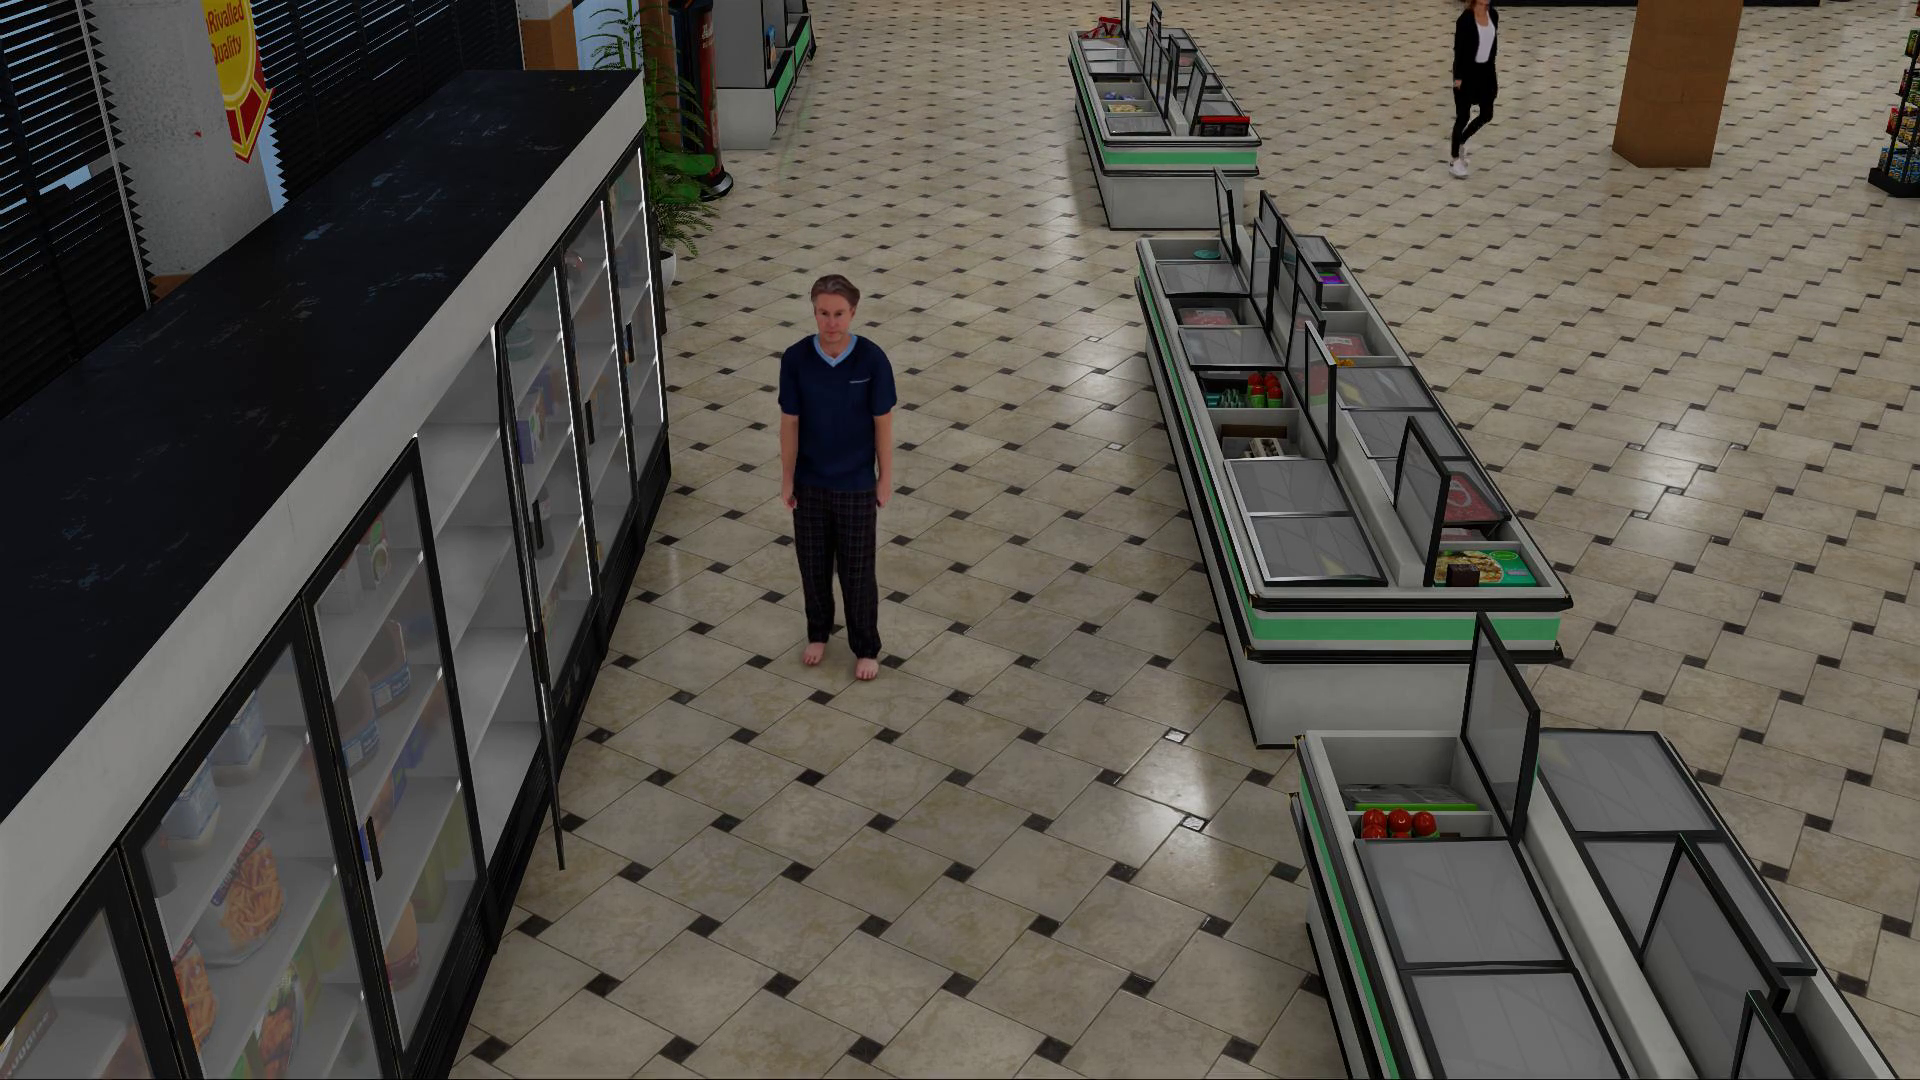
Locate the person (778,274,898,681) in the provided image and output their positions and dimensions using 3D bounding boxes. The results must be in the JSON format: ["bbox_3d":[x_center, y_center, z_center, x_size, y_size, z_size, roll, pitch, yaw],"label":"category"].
[{"bbox_3d":[-0.575,-0.290,7.402,0.697,1.867,0.633,3,27,5],"label":"person"}]

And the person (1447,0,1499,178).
[{"bbox_3d":[4.661,-4.265,15.332,0.754,1.786,0.803,-12,29,-22],"label":"person"}]
